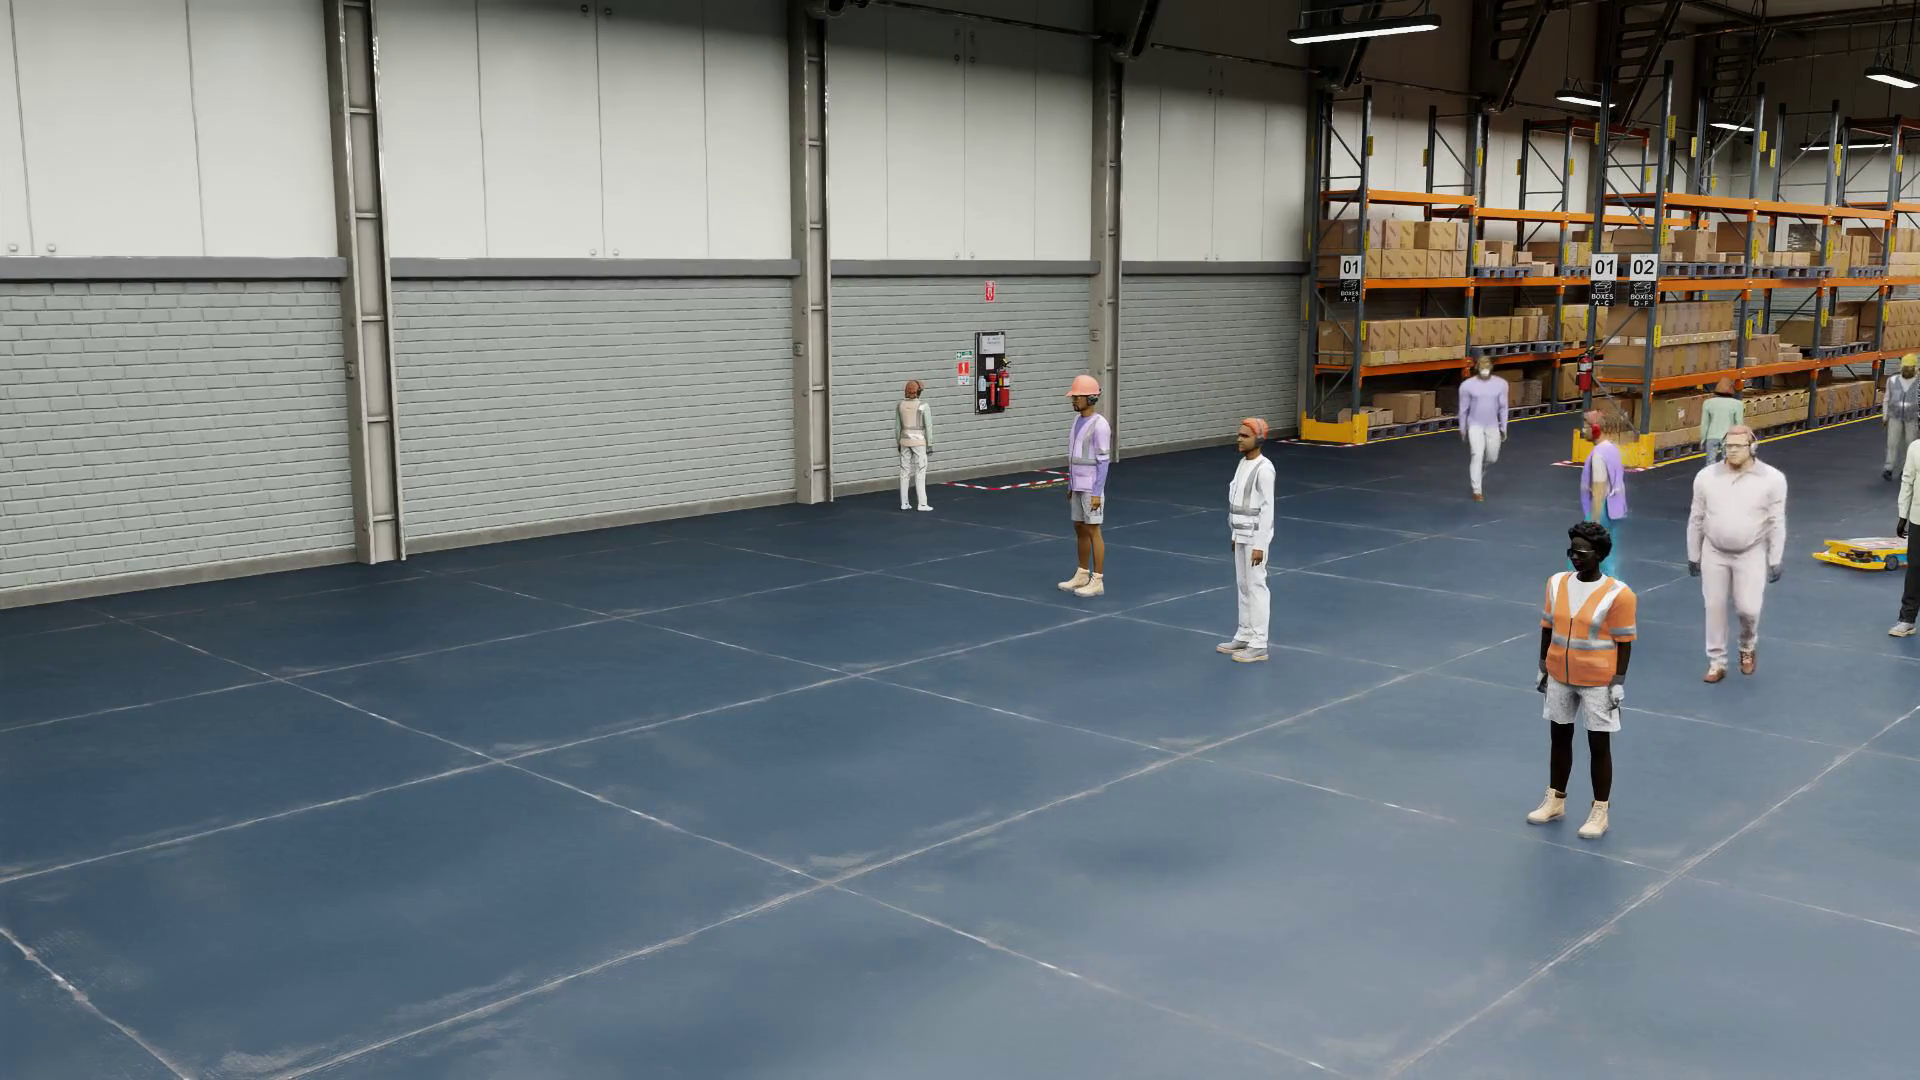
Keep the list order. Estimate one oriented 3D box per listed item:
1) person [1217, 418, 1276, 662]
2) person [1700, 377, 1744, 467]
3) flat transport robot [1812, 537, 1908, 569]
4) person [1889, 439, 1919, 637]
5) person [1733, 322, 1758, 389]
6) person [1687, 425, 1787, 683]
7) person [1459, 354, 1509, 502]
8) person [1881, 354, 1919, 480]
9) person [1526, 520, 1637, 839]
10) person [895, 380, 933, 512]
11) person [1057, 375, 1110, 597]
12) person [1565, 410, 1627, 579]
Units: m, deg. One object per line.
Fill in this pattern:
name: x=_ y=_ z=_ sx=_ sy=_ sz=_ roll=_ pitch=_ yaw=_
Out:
person: x=2.238 y=-0.006 z=12.867 sx=0.354 sy=1.884 sz=0.576 roll=-2 pitch=9 yaw=-11
person: x=9.771 y=-1.272 z=21.347 sx=0.507 sy=1.631 sz=0.266 roll=6 pitch=11 yaw=33
flat transport robot: x=9.551 y=0.121 z=16.996 sx=1.431 sy=0.197 sz=0.652 roll=-2 pitch=10 yaw=-14
person: x=7.936 y=-0.162 z=13.510 sx=0.392 sy=1.985 sz=0.610 roll=-9 pitch=13 yaw=-42
person: x=15.780 y=-3.421 z=33.452 sx=0.389 sy=1.966 sz=0.629 roll=-6 pitch=11 yaw=-34
person: x=5.628 y=0.110 z=12.117 sx=0.667 sy=1.896 sz=0.450 roll=6 pitch=11 yaw=35
person: x=6.811 y=-1.475 z=21.729 sx=0.633 sy=1.914 sz=0.668 roll=0 pitch=9 yaw=1
person: x=13.447 y=-1.736 z=23.688 sx=0.621 sy=1.785 sz=0.898 roll=7 pitch=12 yaw=37
person: x=3.327 y=0.737 z=8.906 sx=0.315 sy=1.696 sz=0.540 roll=-7 pitch=12 yaw=-38
person: x=-0.570 y=-1.169 z=20.695 sx=0.522 sy=1.640 sz=0.306 roll=5 pitch=11 yaw=29
person: x=1.152 y=-0.501 z=15.400 sx=0.378 sy=2.044 sz=0.607 roll=-4 pitch=10 yaw=-23
person: x=5.376 y=-0.202 z=14.249 sx=0.634 sy=1.819 sz=0.597 roll=6 pitch=11 yaw=31
